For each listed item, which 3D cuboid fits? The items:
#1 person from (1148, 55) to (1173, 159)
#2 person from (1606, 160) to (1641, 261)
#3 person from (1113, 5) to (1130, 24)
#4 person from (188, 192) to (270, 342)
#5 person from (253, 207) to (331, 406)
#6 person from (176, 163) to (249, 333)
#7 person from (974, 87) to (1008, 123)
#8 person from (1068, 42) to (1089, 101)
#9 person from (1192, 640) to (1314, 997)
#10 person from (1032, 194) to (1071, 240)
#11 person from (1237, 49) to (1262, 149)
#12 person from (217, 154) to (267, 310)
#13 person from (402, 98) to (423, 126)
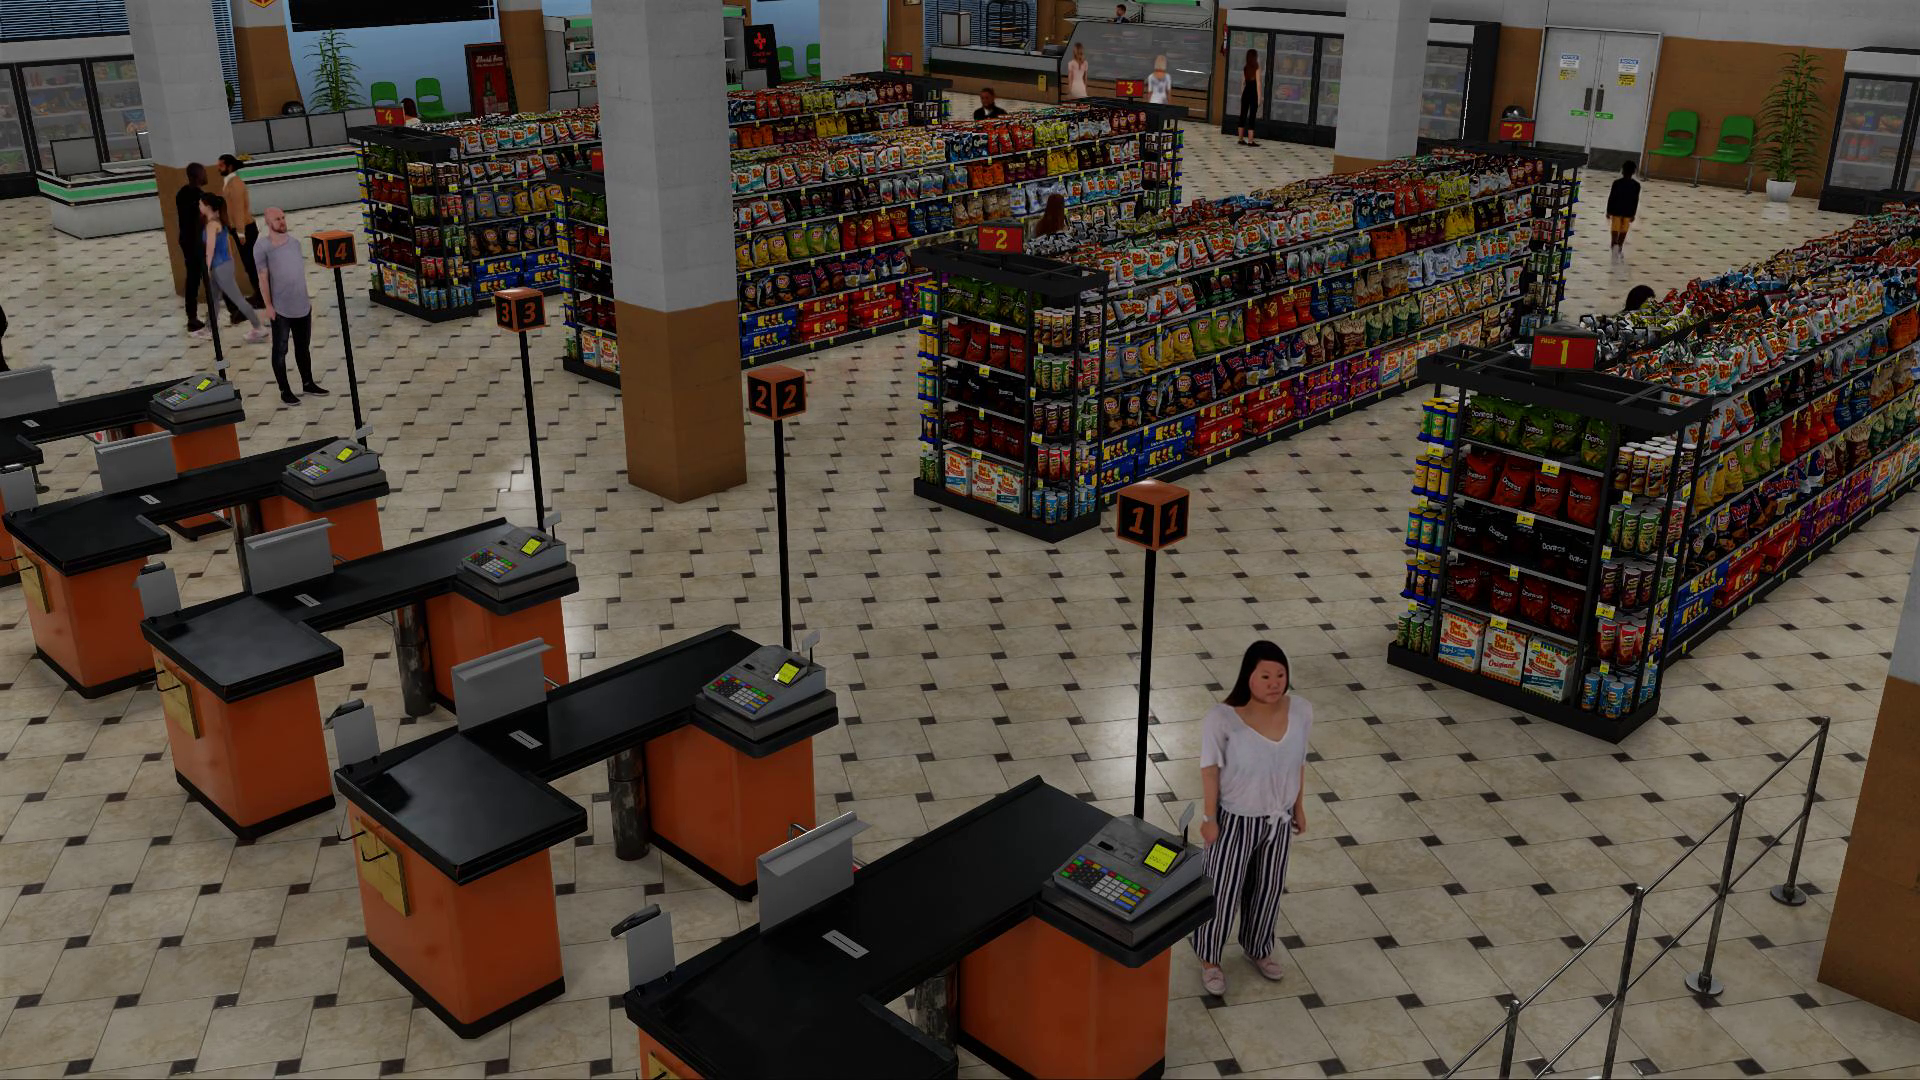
[{"bbox_3d":[3.491,-7.602,29.158,0.645,1.750,0.661,5,23,13],"label":"person"},{"bbox_3d":[8.551,-4.237,21.452,0.734,1.253,0.898,7,23,17],"label":"person"},{"bbox_3d":[3.710,-11.415,38.493,0.561,1.866,0.626,-20,29,-41],"label":"person"},{"bbox_3d":[-7.715,-2.846,17.559,1.109,1.574,0.954,-4,22,-9],"label":"person"},{"bbox_3d":[-6.324,-2.222,15.651,0.789,1.838,0.633,11,24,25],"label":"person"},{"bbox_3d":[-8.288,-3.125,17.973,0.812,1.784,1.067,12,25,27],"label":"person"},{"bbox_3d":[0.437,-5.463,23.689,0.893,1.859,0.917,6,23,13],"label":"person"},{"bbox_3d":[2.185,-8.123,30.397,1.130,1.794,0.975,-7,23,-16],"label":"person"},{"bbox_3d":[1.287,1.201,7.344,0.721,1.680,0.839,-7,23,-16],"label":"person"},{"bbox_3d":[0.873,-2.646,16.906,0.722,1.690,0.789,12,25,28],"label":"person"},{"bbox_3d":[5.282,-8.059,30.332,0.542,1.724,0.589,-17,27,-36],"label":"person"},{"bbox_3d":[-8.208,-3.540,19.054,0.677,1.746,0.726,-10,24,-24],"label":"person"},{"bbox_3d":[-7.963,-5.584,24.234,0.669,1.677,0.645,11,24,26],"label":"person"}]
